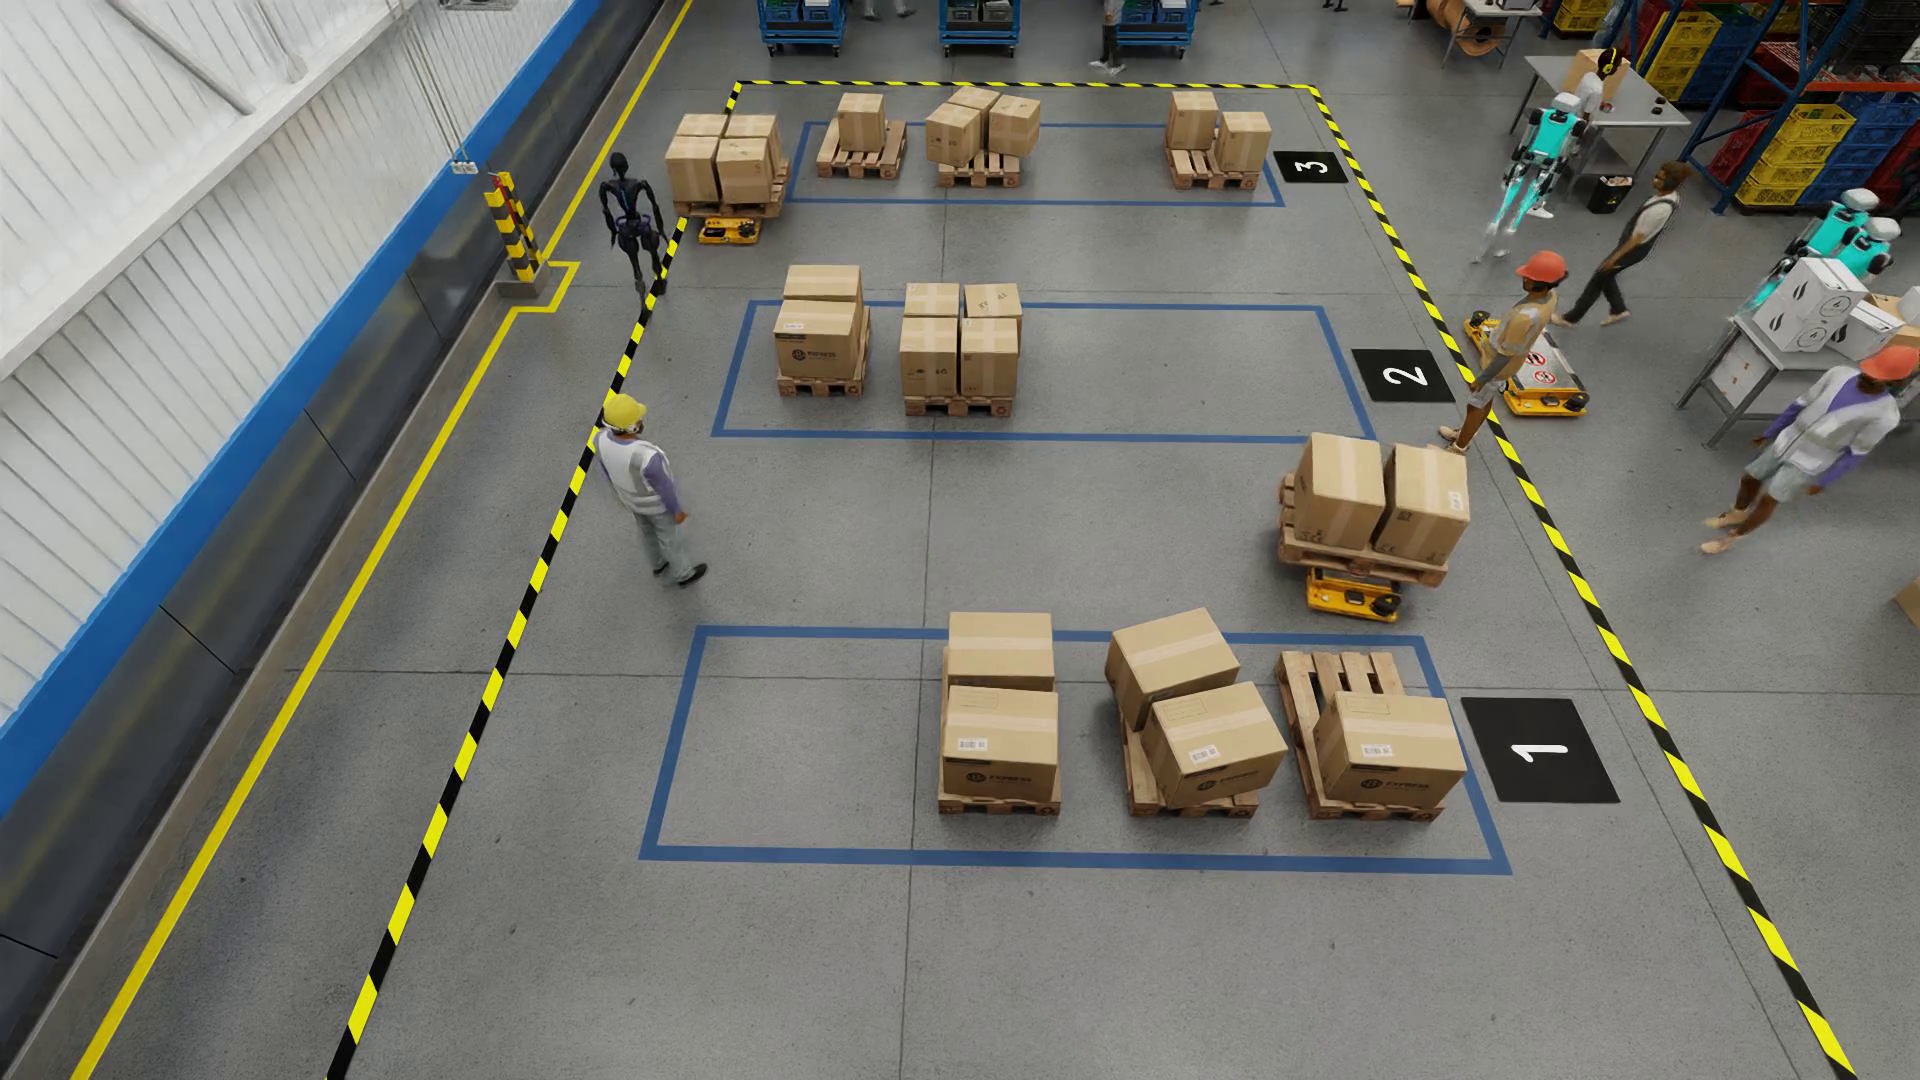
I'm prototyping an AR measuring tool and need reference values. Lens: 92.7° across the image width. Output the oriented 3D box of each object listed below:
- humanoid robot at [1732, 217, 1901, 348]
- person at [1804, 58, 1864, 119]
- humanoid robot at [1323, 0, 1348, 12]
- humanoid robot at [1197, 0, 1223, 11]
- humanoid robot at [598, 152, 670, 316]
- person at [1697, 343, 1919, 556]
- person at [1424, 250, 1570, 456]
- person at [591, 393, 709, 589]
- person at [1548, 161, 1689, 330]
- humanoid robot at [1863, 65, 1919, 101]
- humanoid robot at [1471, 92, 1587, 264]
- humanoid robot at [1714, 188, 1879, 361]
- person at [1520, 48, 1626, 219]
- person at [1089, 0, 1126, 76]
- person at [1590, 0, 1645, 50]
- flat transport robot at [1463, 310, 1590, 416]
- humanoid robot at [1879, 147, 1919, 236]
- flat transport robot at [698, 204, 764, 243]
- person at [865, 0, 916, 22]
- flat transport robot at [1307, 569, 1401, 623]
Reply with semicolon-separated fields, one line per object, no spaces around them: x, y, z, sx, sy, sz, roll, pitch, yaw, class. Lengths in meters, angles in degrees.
7.576;-2.087;8.434;0.707;1.893;0.548;4;49;3;humanoid robot
10.862;-5.660;11.383;0.322;1.864;0.512;-2;49;-1;person
6.312;-9.532;14.843;0.315;1.657;0.599;-24;53;-20;humanoid robot
4.170;-9.541;14.878;0.684;1.636;0.612;-19;52;-15;humanoid robot
-3.295;-3.104;9.323;0.591;1.646;0.748;-7;49;-6;humanoid robot
6.361;-0.661;6.941;0.406;2.045;0.614;-4;49;-4;person
4.475;-1.482;7.645;0.370;2.043;0.607;35;57;26;person
-2.296;-0.339;6.792;0.599;1.829;0.404;24;53;19;person
6.498;-2.807;8.931;0.624;1.825;0.516;30;55;23;person
13.248;-6.825;12.493;0.545;1.753;1.036;-18;52;-15;humanoid robot
5.984;-3.711;9.812;0.544;1.839;0.854;33;57;25;humanoid robot
7.738;-2.385;8.683;0.673;1.868;0.551;-10;50;-9;humanoid robot
7.013;-4.642;10.492;0.329;1.872;0.508;6;49;6;person
2.213;-7.677;13.153;0.654;1.856;0.599;11;50;9;person
9.492;-7.524;13.100;0.608;1.704;0.502;-20;52;-16;person
5.573;-1.757;9.054;0.659;0.231;1.431;1;49;1;flat transport robot
10.633;-4.027;10.118;0.777;1.623;0.588;-1;49;-1;humanoid robot
-2.677;-4.030;11.003;0.652;0.197;1.431;1;49;1;flat transport robot
-1.149;-9.159;14.447;0.931;1.792;0.603;5;49;4;person
3.201;0.006;7.510;0.652;0.197;1.431;10;50;9;flat transport robot
